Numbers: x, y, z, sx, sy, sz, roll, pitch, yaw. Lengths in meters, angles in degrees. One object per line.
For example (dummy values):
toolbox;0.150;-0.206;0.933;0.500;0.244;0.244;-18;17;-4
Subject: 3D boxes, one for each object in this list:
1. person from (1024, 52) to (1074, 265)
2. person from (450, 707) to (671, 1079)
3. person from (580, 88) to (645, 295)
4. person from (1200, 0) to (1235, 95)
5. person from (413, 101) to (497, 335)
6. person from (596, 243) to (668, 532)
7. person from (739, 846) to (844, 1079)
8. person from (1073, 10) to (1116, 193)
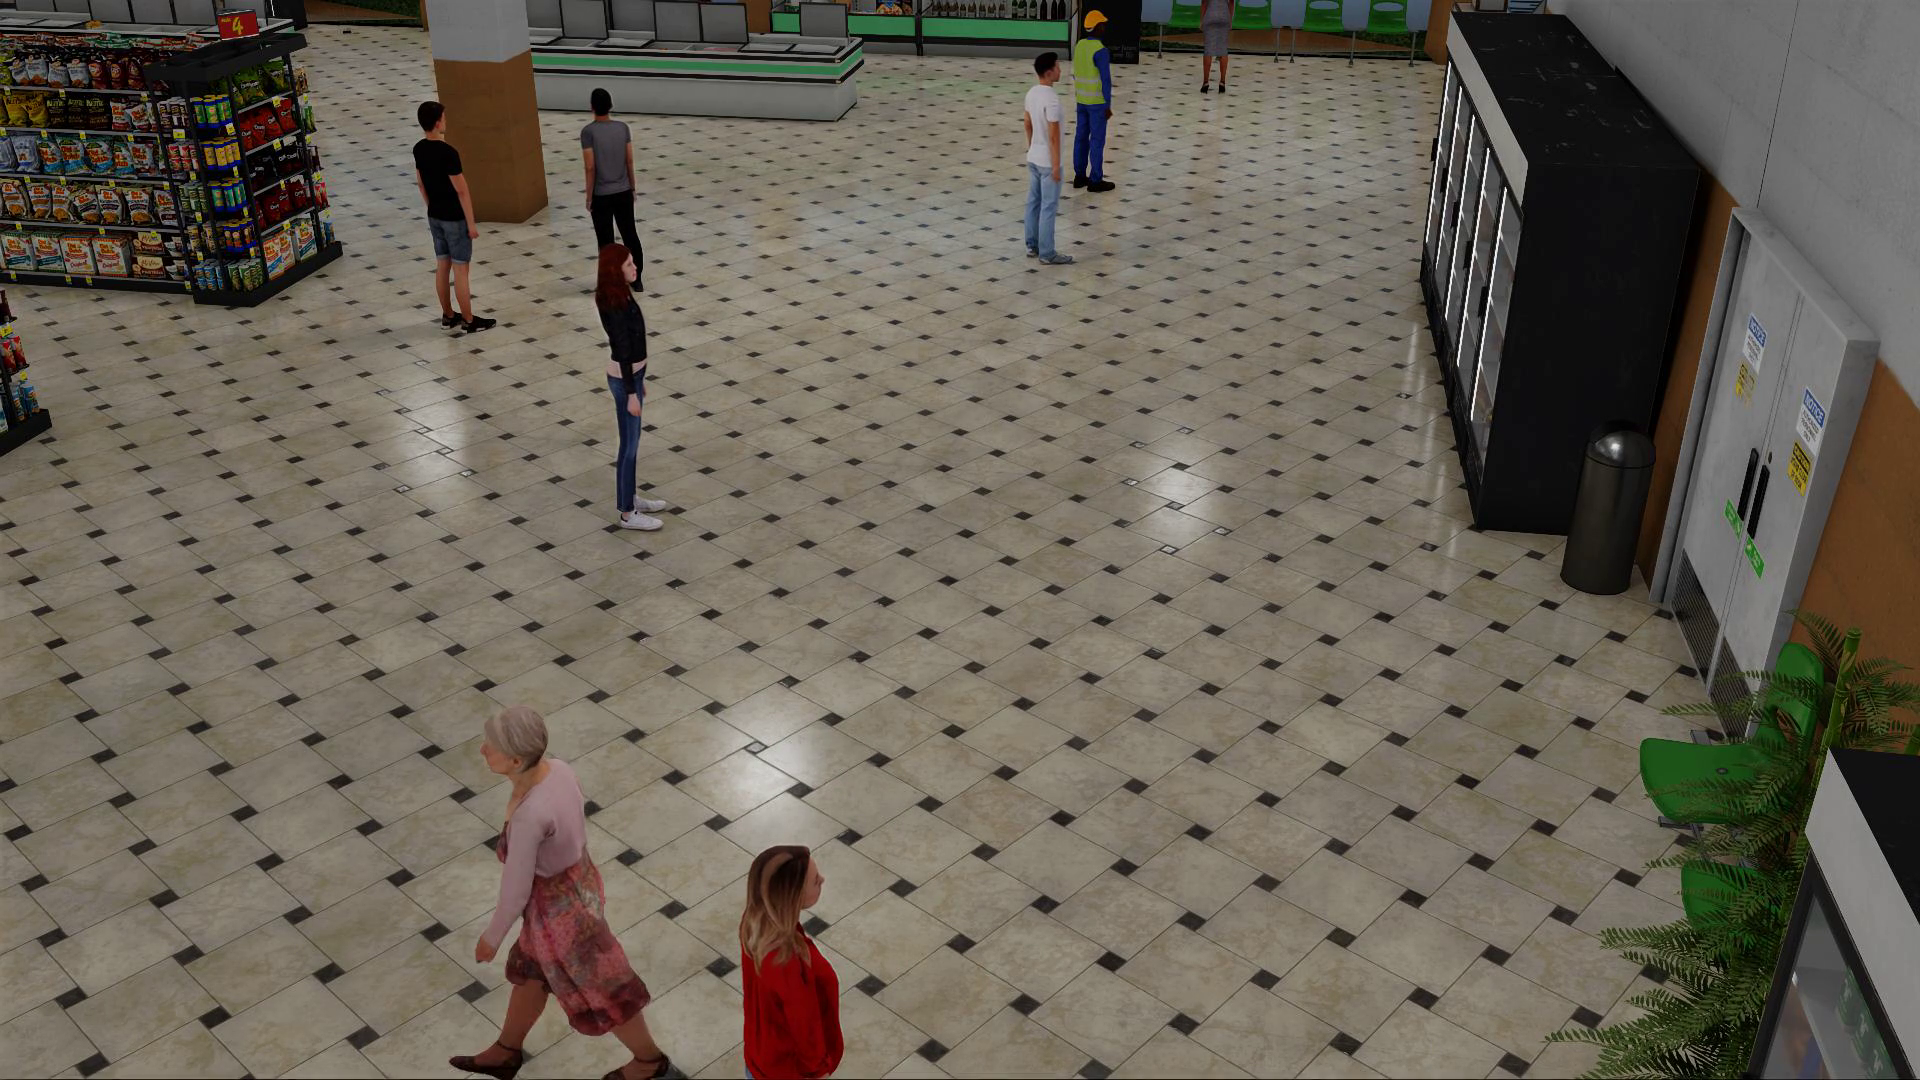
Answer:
person;0.763;-3.425;14.929;0.778;1.865;0.760;-12;29;-22
person;-1.297;1.322;5.808;1.090;1.649;0.780;-3;27;-6
person;-2.965;-2.943;14.102;0.695;1.754;0.740;-20;33;-34
person;3.305;-6.661;21.403;0.496;1.781;0.669;1;27;2
person;-4.091;-2.540;13.278;0.640;1.780;0.789;16;31;29
person;-2.013;-0.935;10.106;0.592;1.787;0.628;-2;27;-3
person;-0.525;1.645;5.109;0.715;1.705;0.682;-14;30;-25
person;1.361;-4.538;17.182;0.811;1.812;0.749;-18;32;-31
